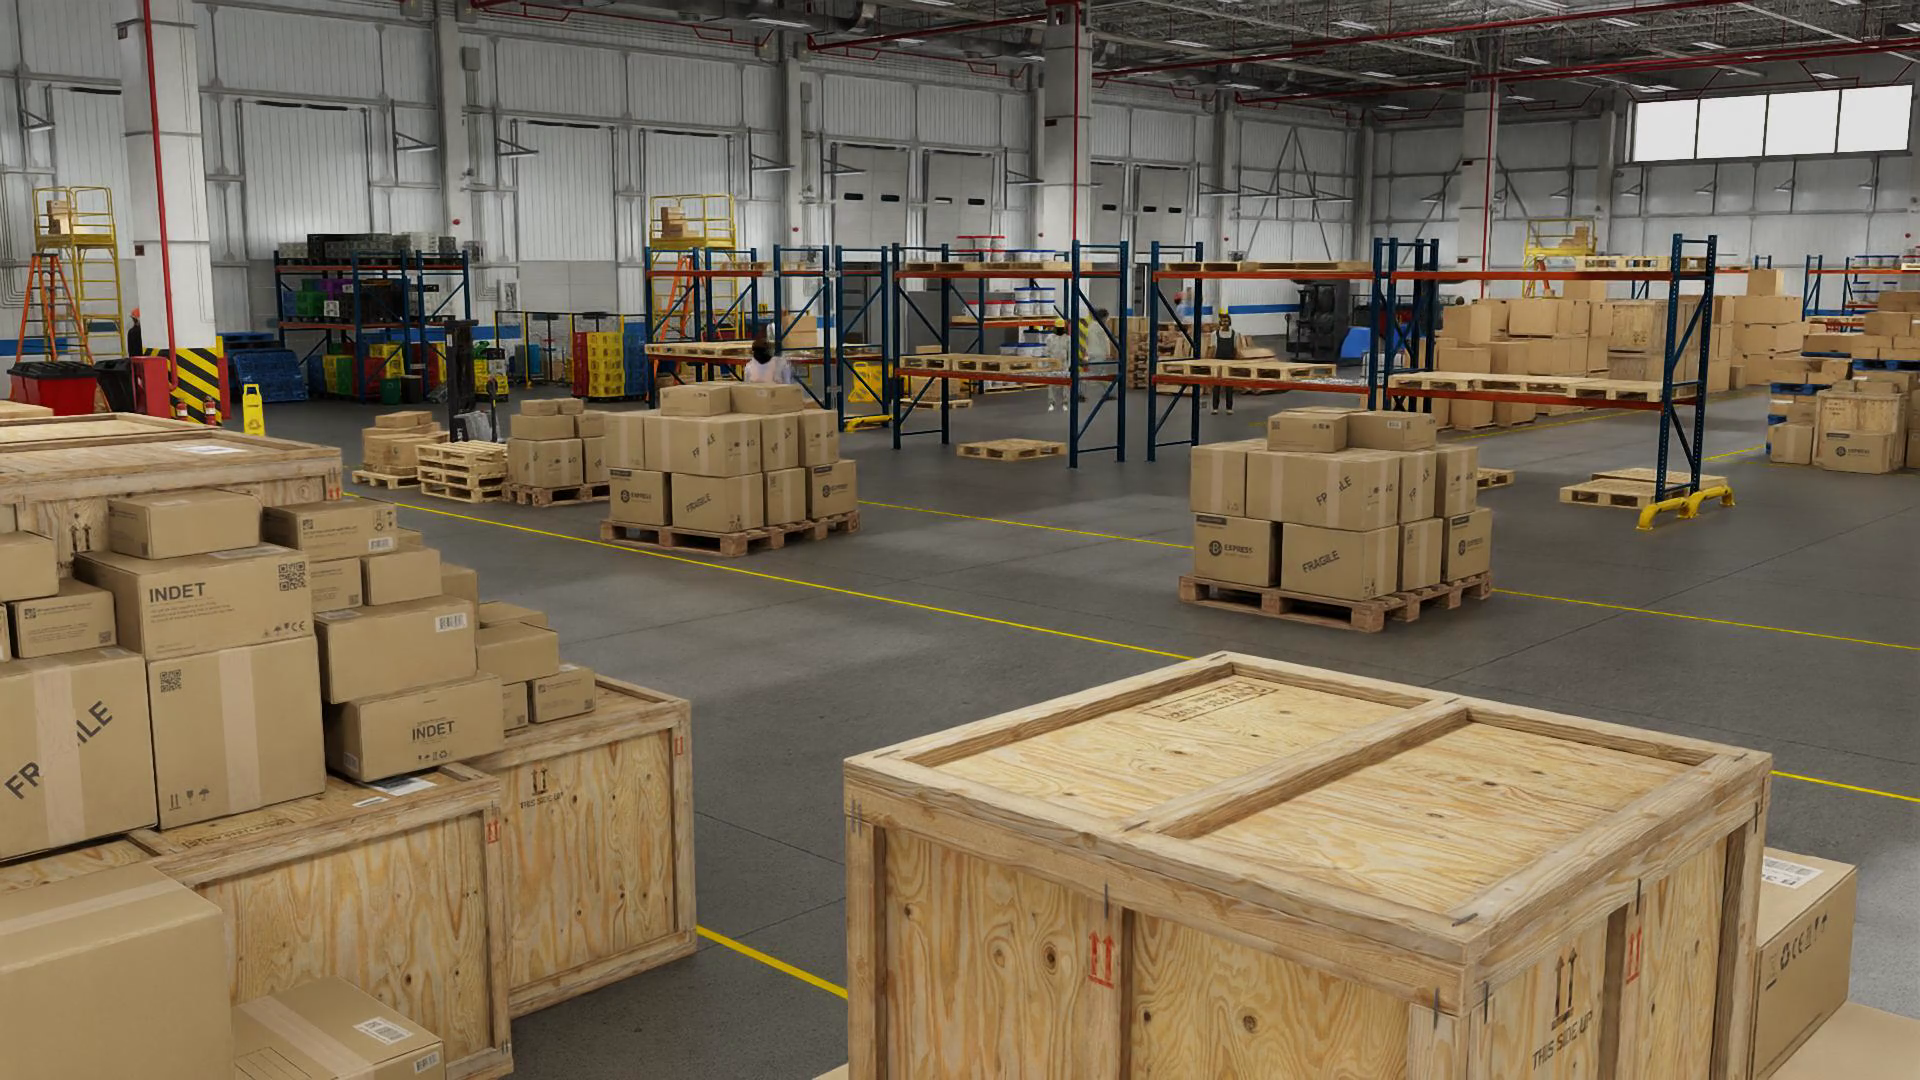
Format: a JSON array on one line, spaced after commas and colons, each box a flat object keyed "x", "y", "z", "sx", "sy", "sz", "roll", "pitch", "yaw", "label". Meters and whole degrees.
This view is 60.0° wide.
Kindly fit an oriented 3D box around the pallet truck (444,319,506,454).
[{"x": -6.981, "y": -1.942, "z": 22.150, "sx": 1.885, "sy": 1.965, "sz": 0.823, "roll": 1, "pitch": 9, "yaw": 9, "label": "pallet truck"}]

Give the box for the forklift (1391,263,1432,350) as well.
[{"x": 13.073, "y": -6.422, "z": 46.918, "sx": 1.873, "sy": 2.768, "sz": 1.129, "roll": 3, "pitch": 10, "yaw": 15, "label": "forklift"}]

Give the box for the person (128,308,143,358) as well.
[{"x": -14.092, "y": -3.005, "z": 28.672, "sx": 0.626, "sy": 1.992, "sz": 0.387, "roll": 8, "pitch": 12, "yaw": 41, "label": "person"}]

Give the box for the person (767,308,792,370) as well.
[{"x": -3.662, "y": -3.825, "z": 34.074, "sx": 0.590, "sy": 1.871, "sz": 0.424, "roll": 0, "pitch": 9, "yaw": 2, "label": "person"}]

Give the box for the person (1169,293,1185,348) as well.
[{"x": 6.947, "y": -6.837, "z": 52.491, "sx": 0.967, "sy": 1.899, "sz": 0.557, "roll": -4, "pitch": 10, "yaw": -22, "label": "person"}]

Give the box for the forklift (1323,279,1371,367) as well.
[{"x": 10.030, "y": -5.994, "z": 44.296, "sx": 1.873, "sy": 2.768, "sz": 1.129, "roll": -3, "pitch": 10, "yaw": -18, "label": "forklift"}]

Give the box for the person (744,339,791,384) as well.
[{"x": -2.440, "y": -1.647, "z": 21.034, "sx": 0.631, "sy": 1.775, "sz": 1.022, "roll": 3, "pitch": 10, "yaw": 19, "label": "person"}]

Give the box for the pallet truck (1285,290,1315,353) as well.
[{"x": 11.297, "y": -6.951, "z": 52.861, "sx": 1.885, "sy": 1.965, "sz": 0.823, "roll": -5, "pitch": 11, "yaw": -29, "label": "pallet truck"}]

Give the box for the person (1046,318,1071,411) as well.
[{"x": 1.860, "y": -3.286, "z": 31.189, "sx": 0.489, "sy": 1.734, "sz": 0.337, "roll": 1, "pitch": 9, "yaw": 8, "label": "person"}]

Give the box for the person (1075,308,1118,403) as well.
[{"x": 2.713, "y": -3.673, "z": 33.126, "sx": 1.010, "sy": 1.892, "sz": 0.626, "roll": -4, "pitch": 10, "yaw": -21, "label": "person"}]

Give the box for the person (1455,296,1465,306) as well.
[{"x": 13.255, "y": -5.506, "z": 44.204, "sx": 0.627, "sy": 1.934, "sz": 0.371, "roll": 5, "pitch": 11, "yaw": 30, "label": "person"}]

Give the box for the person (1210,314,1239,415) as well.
[{"x": 4.823, "y": -3.198, "z": 30.320, "sx": 0.517, "sy": 1.843, "sz": 0.325, "roll": 1, "pitch": 9, "yaw": 6, "label": "person"}]
